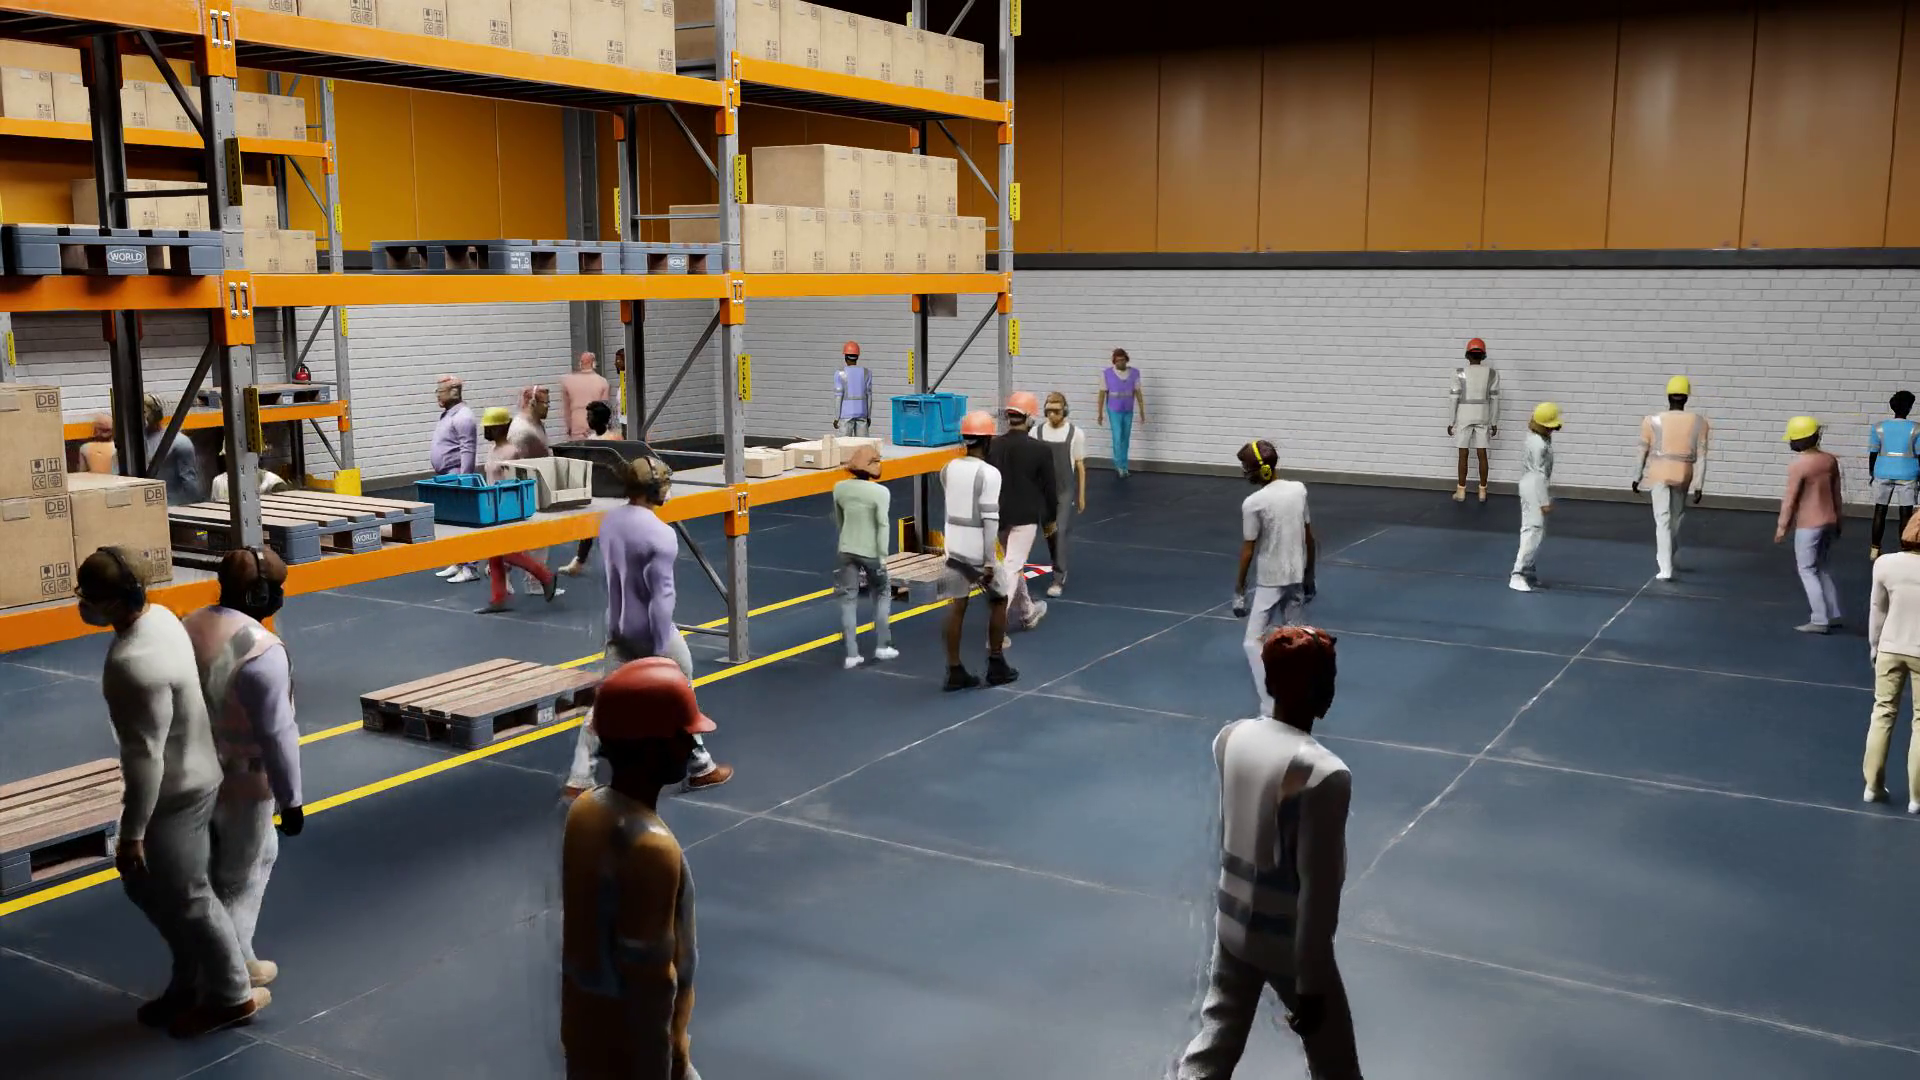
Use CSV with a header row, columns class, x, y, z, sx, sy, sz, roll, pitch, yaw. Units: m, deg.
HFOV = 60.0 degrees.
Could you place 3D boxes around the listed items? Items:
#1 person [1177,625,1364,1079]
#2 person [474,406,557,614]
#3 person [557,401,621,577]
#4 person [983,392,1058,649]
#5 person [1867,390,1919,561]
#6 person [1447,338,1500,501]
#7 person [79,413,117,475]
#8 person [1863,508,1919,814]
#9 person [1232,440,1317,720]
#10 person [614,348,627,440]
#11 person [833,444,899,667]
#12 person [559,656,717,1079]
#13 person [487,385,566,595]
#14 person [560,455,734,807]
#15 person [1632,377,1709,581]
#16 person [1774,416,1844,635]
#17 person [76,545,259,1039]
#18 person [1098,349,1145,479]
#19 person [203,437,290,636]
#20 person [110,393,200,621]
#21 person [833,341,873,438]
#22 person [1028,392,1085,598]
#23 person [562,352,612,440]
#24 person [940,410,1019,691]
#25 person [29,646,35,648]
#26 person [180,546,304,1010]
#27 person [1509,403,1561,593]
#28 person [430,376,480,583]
class,x,y,z,sx,sy,sz,roll,pitch,yaw
person,0.961,1.151,4.884,1.038,1.825,0.594,-5,10,-29
person,-3.756,-0.255,13.914,0.620,1.744,0.532,-7,11,-37
person,-3.345,-0.476,15.595,0.542,1.644,0.868,8,12,43
person,0.455,-0.168,12.792,0.597,1.923,1.079,6,11,33
person,9.204,-0.618,16.348,0.533,1.697,0.319,7,12,39
person,6.396,-1.498,20.763,0.615,2.040,0.391,1,9,4
person,-7.531,-0.332,14.864,0.545,1.587,0.860,1,9,8
person,5.052,0.626,8.803,0.278,1.626,0.500,-7,11,-36
person,1.955,0.295,10.260,0.647,1.833,0.362,-5,10,-26
person,-4.086,-1.421,20.671,0.371,1.916,0.597,-3,10,-19
person,-0.678,0.104,12.124,0.499,1.607,0.633,4,10,25
person,-0.684,1.224,4.191,0.875,1.905,0.570,-6,11,-34
person,-3.793,-0.416,14.532,0.535,1.880,0.652,-1,9,-4
person,-1.701,0.485,8.867,0.630,1.897,1.014,8,12,40
person,6.656,-0.587,15.604,0.589,1.875,0.993,1,9,9
person,6.697,-0.115,13.103,0.566,1.722,0.454,-4,10,-26
person,-2.872,0.934,6.045,0.530,1.895,0.661,-4,10,-25
person,2.254,-1.750,23.087,0.642,1.800,0.740,-3,10,-17
person,-4.879,0.152,11.223,0.600,1.801,0.810,4,10,23
person,-6.424,-0.203,13.148,0.633,1.887,1.003,3,10,17
person,-1.439,-1.682,22.236,0.543,1.939,0.361,-4,10,-24
person,0.870,-0.438,14.890,0.510,1.815,0.930,3,10,17
person,-4.695,-1.446,21.056,0.655,1.852,1.006,1,9,4
person,0.146,0.063,11.415,0.547,1.908,0.724,7,12,39
person,-7.063,0.104,12.129,0.514,1.613,0.524,2,9,12
person,-2.755,0.929,6.351,0.649,1.812,0.545,8,12,40
person,5.150,-0.381,14.884,0.363,1.699,0.607,2,9,11
person,-4.670,-0.561,15.345,0.407,1.905,0.655,-5,11,-31
